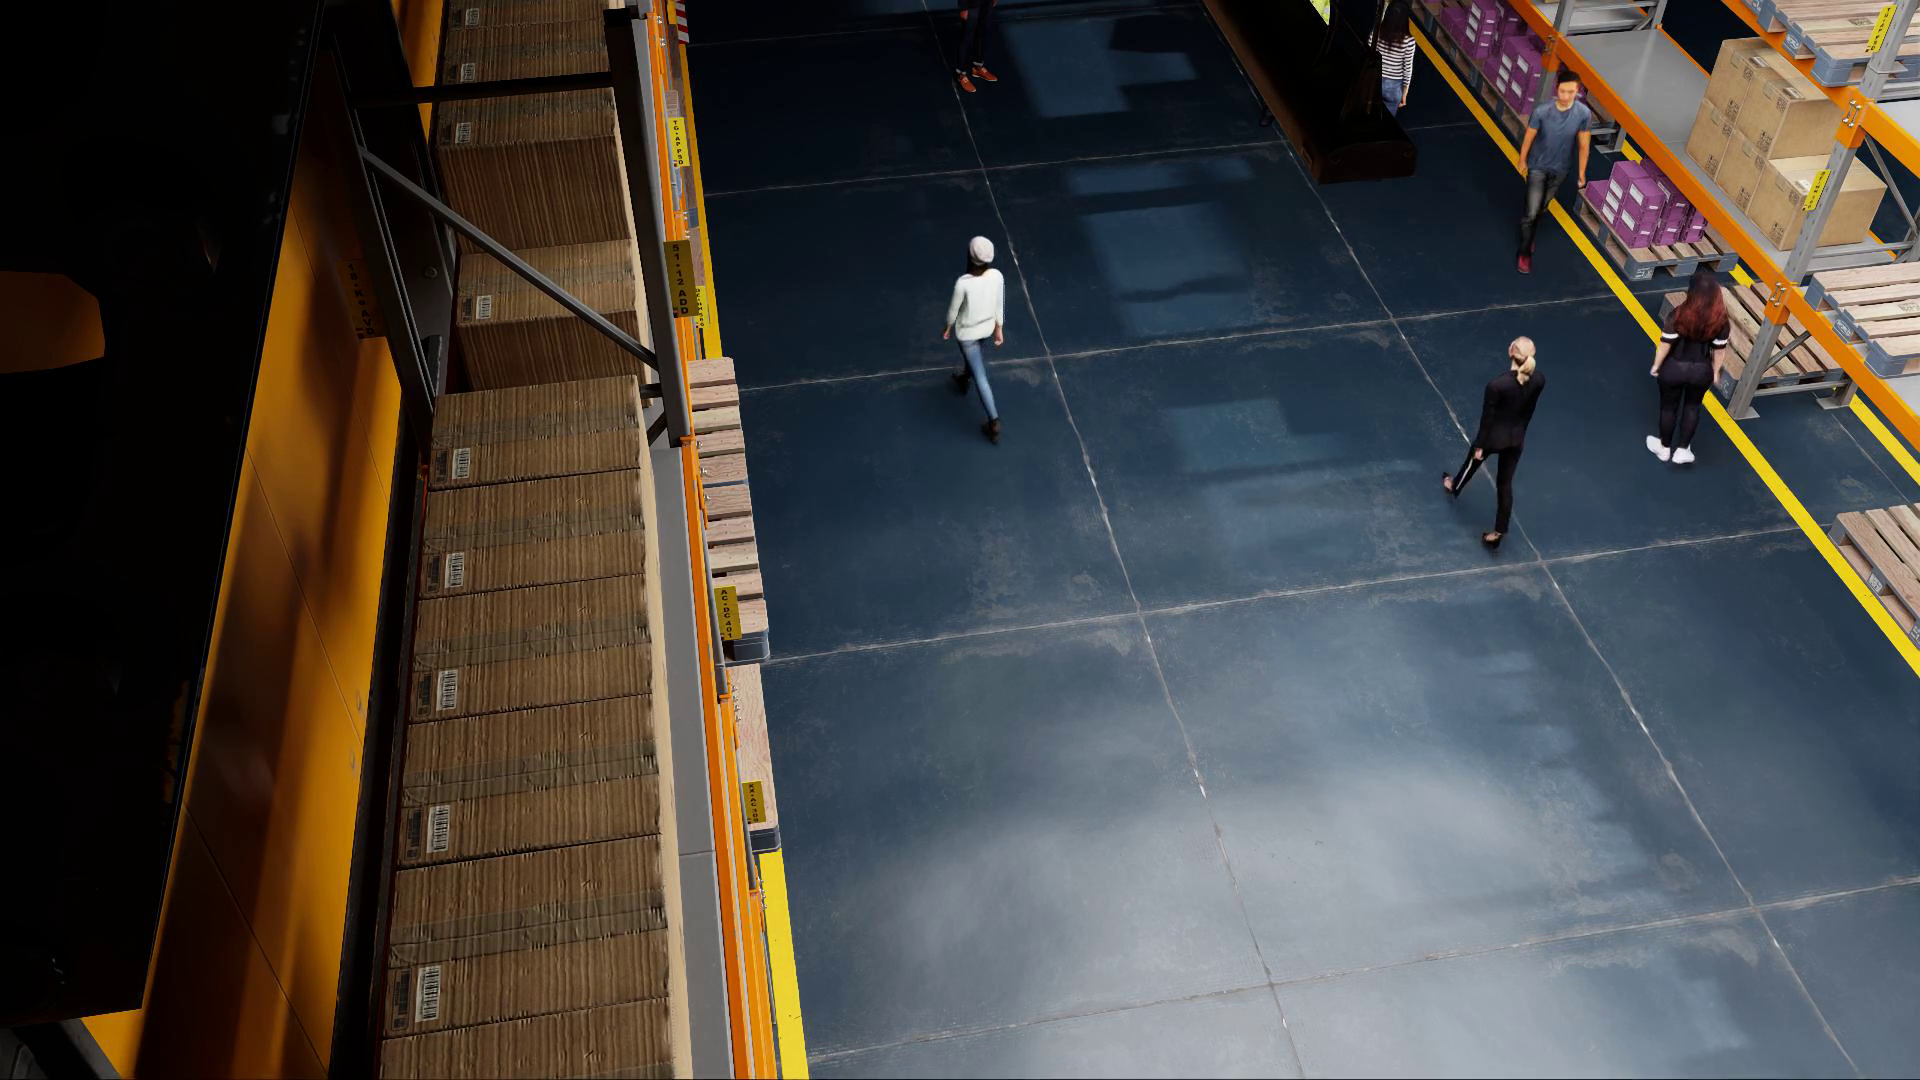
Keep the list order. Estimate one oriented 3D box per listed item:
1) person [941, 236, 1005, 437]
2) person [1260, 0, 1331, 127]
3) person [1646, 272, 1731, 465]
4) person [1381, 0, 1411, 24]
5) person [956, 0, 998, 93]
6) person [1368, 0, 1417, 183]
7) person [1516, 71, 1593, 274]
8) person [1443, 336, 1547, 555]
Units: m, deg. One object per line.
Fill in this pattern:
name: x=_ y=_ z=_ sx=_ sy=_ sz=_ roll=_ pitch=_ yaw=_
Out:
person: x=0.154 y=-1.535 z=12.664 sx=0.865 sy=1.604 sz=1.193 roll=-23 pitch=48 yaw=-22
person: x=3.247 y=-4.887 z=15.909 sx=0.861 sy=1.981 sz=0.818 roll=9 pitch=44 yaw=10
person: x=5.406 y=-1.247 z=12.349 sx=0.792 sy=1.622 sz=0.805 roll=13 pitch=45 yaw=13
person: x=4.240 y=-4.888 z=16.441 sx=0.514 sy=1.249 sz=0.651 roll=-3 pitch=44 yaw=-4
person: x=0.162 y=-5.400 z=16.567 sx=0.814 sy=1.817 sz=0.788 roll=33 pitch=52 yaw=29
person: x=3.866 y=-4.095 z=15.212 sx=0.641 sy=1.797 sz=0.654 roll=17 pitch=46 yaw=17
person: x=5.061 y=-3.272 z=14.359 sx=0.775 sy=1.782 sz=0.965 roll=-1 pitch=44 yaw=-1
person: x=3.826 y=-0.619 z=11.664 sx=0.624 sy=1.658 sz=1.023 roll=-8 pitch=44 yaw=-8
